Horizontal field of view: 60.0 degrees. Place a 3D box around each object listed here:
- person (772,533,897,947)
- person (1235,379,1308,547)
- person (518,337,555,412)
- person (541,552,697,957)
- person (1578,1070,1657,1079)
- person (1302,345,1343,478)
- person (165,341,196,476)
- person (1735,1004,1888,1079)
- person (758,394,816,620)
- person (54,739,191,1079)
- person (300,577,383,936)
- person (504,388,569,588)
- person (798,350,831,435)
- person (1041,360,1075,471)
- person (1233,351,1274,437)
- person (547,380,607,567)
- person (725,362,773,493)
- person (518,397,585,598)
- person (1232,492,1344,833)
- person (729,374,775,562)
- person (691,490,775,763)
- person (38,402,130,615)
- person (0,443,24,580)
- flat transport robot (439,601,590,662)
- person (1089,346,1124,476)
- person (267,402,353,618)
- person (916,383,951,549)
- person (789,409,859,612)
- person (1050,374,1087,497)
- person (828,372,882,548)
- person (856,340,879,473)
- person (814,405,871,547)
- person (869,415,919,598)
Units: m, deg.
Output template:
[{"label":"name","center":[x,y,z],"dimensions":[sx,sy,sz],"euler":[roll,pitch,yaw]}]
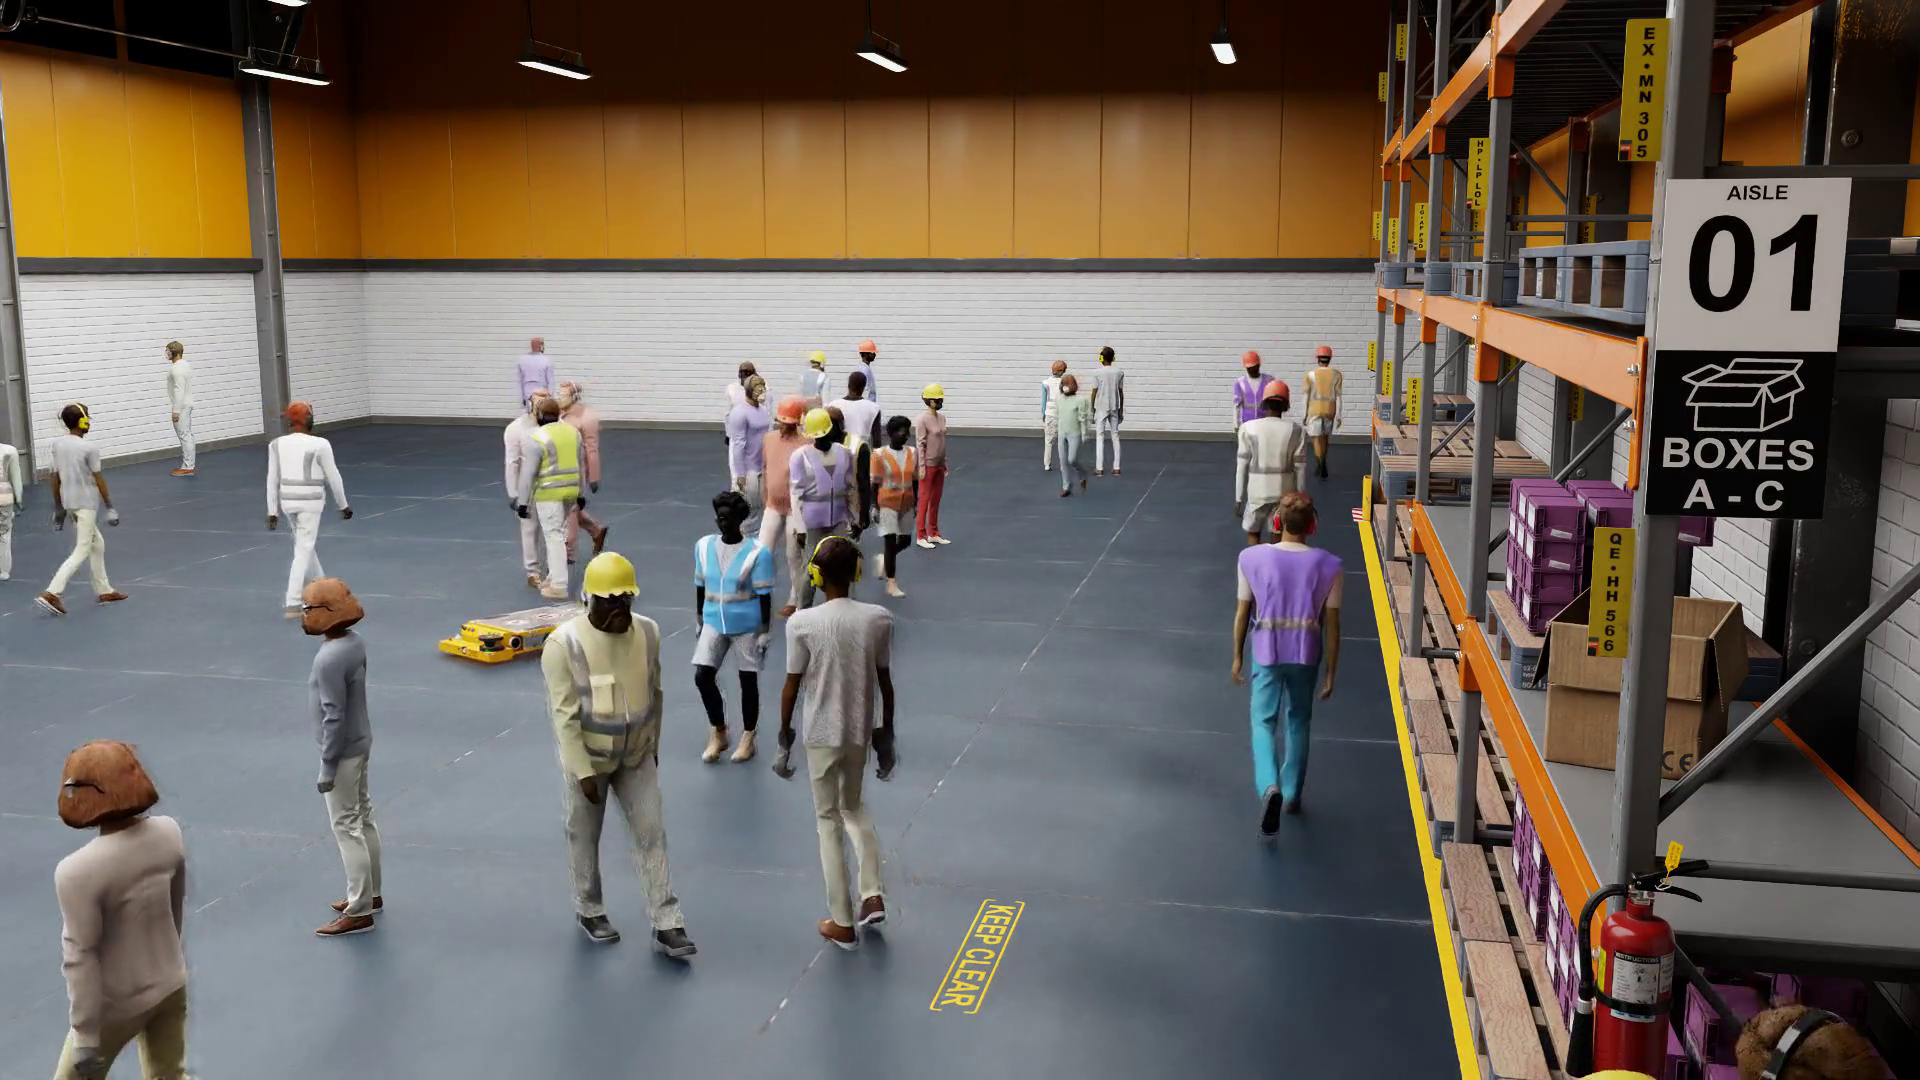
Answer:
[{"label":"person","center":[-0.562,0.894,7.408],"dimensions":[0.520,1.853,0.416],"euler":[-5,11,-30]},{"label":"person","center":[2.751,-0.407,14.710],"dimensions":[0.629,2.023,0.451],"euler":[1,9,6]},{"label":"person","center":[-6.654,-2.262,26.302],"dimensions":[0.646,1.892,0.431],"euler":[2,10,14]},{"label":"person","center":[-1.473,0.948,7.232],"dimensions":[0.586,1.795,0.831],"euler":[-7,12,-36]},{"label":"person","center":[0.996,1.684,2.478],"dimensions":[0.627,1.900,0.428],"euler":[-4,10,-22]},{"label":"person","center":[5.143,-1.813,23.555],"dimensions":[0.539,1.903,0.872],"euler":[0,9,3]},{"label":"person","center":[-11.205,-1.887,23.892],"dimensions":[0.372,1.940,0.631],"euler":[-3,10,-17]},{"label":"person","center":[1.375,1.652,2.906],"dimensions":[0.577,1.824,0.420],"euler":[-6,11,-33]},{"label":"person","center":[-1.471,-0.260,14.044],"dimensions":[0.654,1.955,0.637],"euler":[6,11,32]},{"label":"person","center":[-2.561,1.400,5.058],"dimensions":[0.517,1.615,0.539],"euler":[2,10,14]},{"label":"person","center":[-2.817,0.974,7.569],"dimensions":[0.269,1.631,0.509],"euler":[-1,9,-6]},{"label":"person","center":[-3.921,-0.476,15.559],"dimensions":[0.663,1.890,0.483],"euler":[-5,11,-27]},{"label":"person","center":[-2.145,-1.888,24.380],"dimensions":[0.577,1.785,0.945],"euler":[5,11,30]},{"label":"person","center":[1.436,-1.815,24.381],"dimensions":[0.515,1.635,0.313],"euler":[3,10,16]},{"label":"person","center":[3.937,-1.585,22.261],"dimensions":[0.550,1.870,0.960],"euler":[2,10,14]},{"label":"person","center":[-3.907,-0.694,16.882],"dimensions":[0.654,1.884,0.807],"euler":[7,12,38]},{"label":"person","center":[-2.670,-1.300,20.718],"dimensions":[0.661,1.811,0.797],"euler":[2,10,12]},{"label":"person","center":[-3.787,-0.390,15.209],"dimensions":[0.603,1.821,0.680],"euler":[5,11,27]},{"label":"person","center":[1.762,0.654,8.955],"dimensions":[0.575,1.816,0.781],"euler":[1,9,6]},{"label":"person","center":[-2.085,-0.697,16.724],"dimensions":[0.354,1.936,0.635],"euler":[4,10,20]},{"label":"person","center":[-1.383,0.537,10.027],"dimensions":[0.559,1.677,0.489],"euler":[3,10,18]},{"label":"person","center":[-7.742,-0.284,14.572],"dimensions":[0.521,1.838,0.903],"euler":[5,10,25]},{"label":"person","center":[-9.127,-0.357,15.681],"dimensions":[0.523,1.609,0.810],"euler":[-6,11,-34]},{"label":"flat transport robot","center":[-3.344,0.712,13.246],"dimensions":[0.652,0.197,1.431],"euler":[7,12,38]},{"label":"person","center":[2.115,-1.848,23.920],"dimensions":[0.510,1.856,0.351],"euler":[-3,10,-19]},{"label":"person","center":[-5.694,-0.287,14.559],"dimensions":[0.586,1.833,0.962],"euler":[3,10,16]},{"label":"person","center":[-0.284,-0.800,17.859],"dimensions":[0.311,1.768,0.533],"euler":[6,11,30]},{"label":"person","center":[-1.114,-0.164,13.759],"dimensions":[0.664,1.872,0.808],"euler":[-6,11,-33]},{"label":"person","center":[1.426,-1.358,21.646],"dimensions":[0.509,1.620,0.378],"euler":[8,12,38]},{"label":"person","center":[-1.159,-0.868,17.923],"dimensions":[0.644,1.883,0.598],"euler":[0,9,-1]},{"label":"person","center":[-1.348,-1.942,24.226],"dimensions":[0.358,1.937,0.549],"euler":[-1,10,-7]},{"label":"person","center":[-1.087,-0.286,14.607],"dimensions":[0.669,1.823,0.548],"euler":[2,10,11]},{"label":"person","center":[-0.639,-0.329,15.306],"dimensions":[0.545,1.681,0.610],"euler":[-6,11,-34]}]
